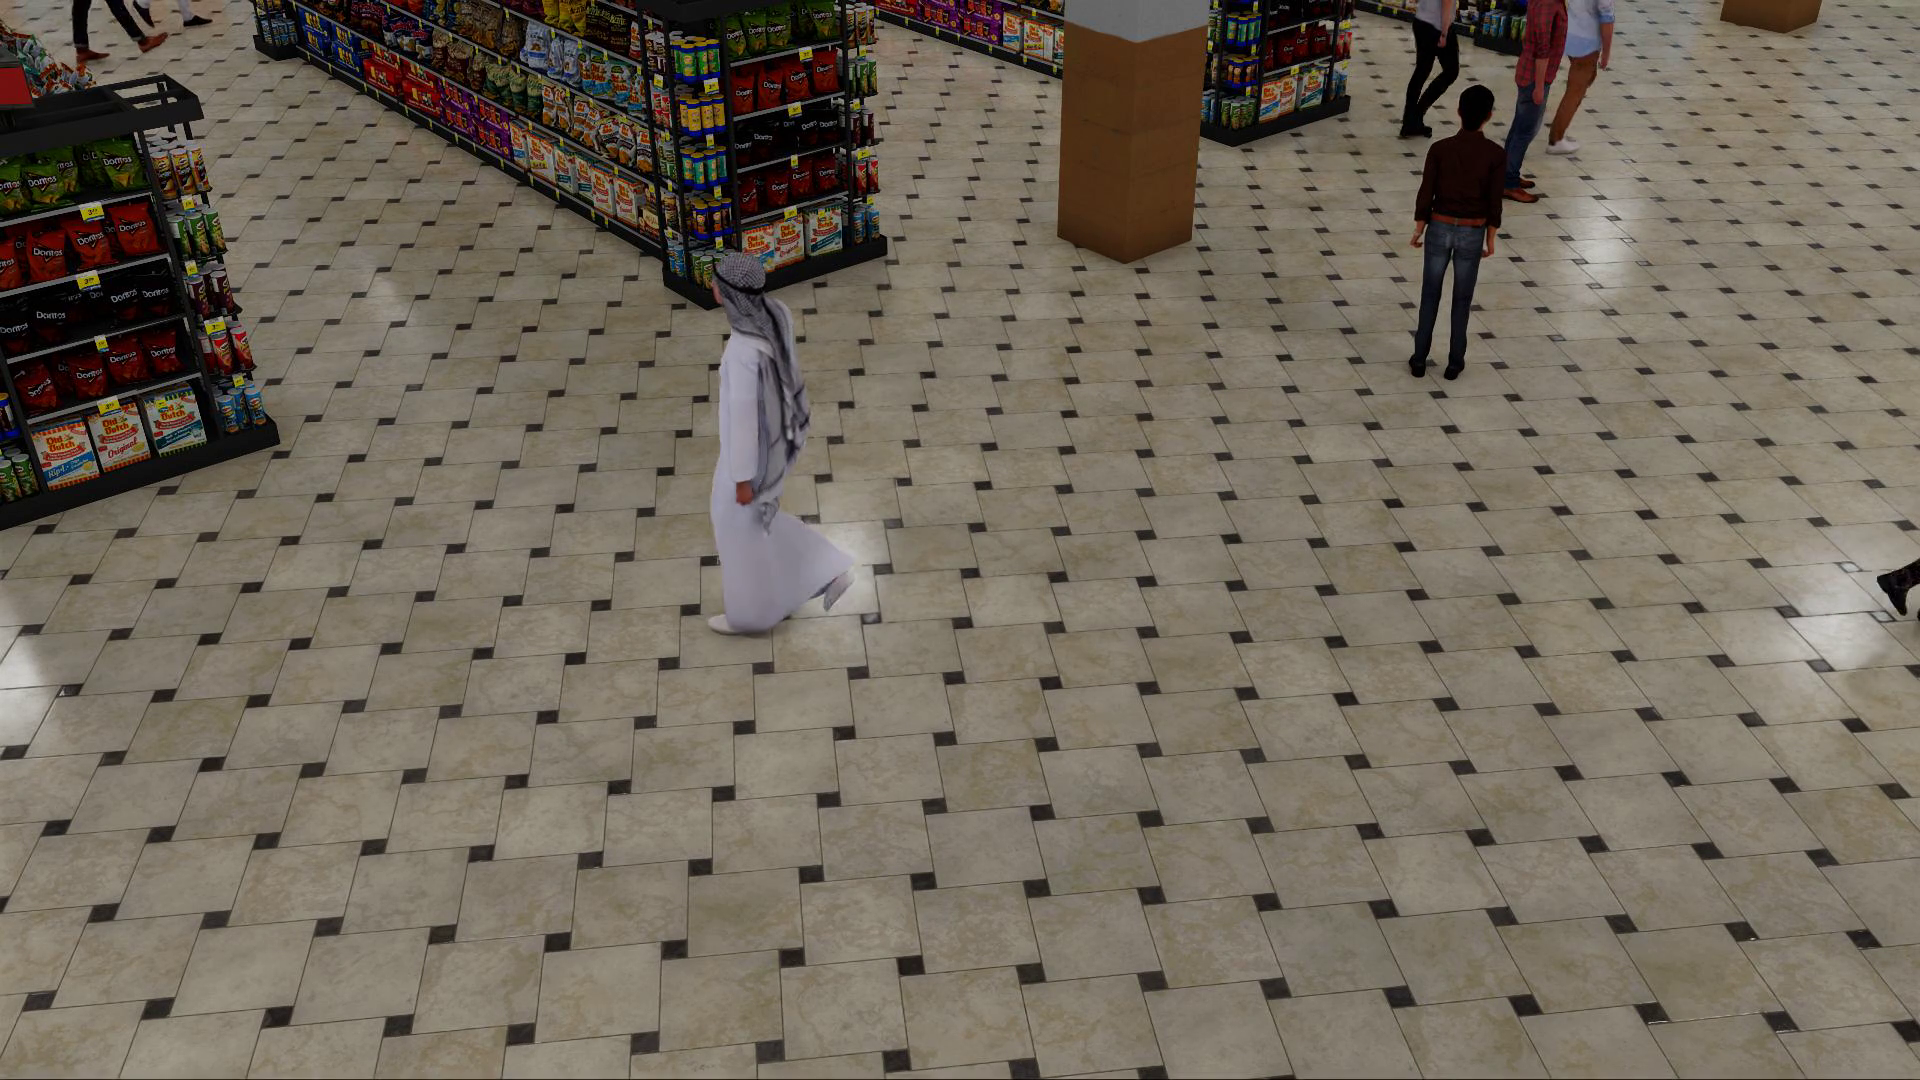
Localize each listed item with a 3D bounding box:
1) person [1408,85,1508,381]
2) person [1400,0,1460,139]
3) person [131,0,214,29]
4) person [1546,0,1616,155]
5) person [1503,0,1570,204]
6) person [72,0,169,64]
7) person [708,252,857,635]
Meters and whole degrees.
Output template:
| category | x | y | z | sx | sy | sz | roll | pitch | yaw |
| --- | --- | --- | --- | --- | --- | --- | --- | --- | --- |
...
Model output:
| category | x | y | z | sx | sy | sz | roll | pitch | yaw |
| --- | --- | --- | --- | --- | --- | --- | --- | --- | --- |
| person | 2.927 | -1.797 | 9.819 | 0.661 | 1.782 | 0.780 | 9 | 33 | 15 |
| person | 3.801 | -4.193 | 13.606 | 0.845 | 1.850 | 0.740 | -11 | 33 | -17 |
| person | -8.019 | -5.984 | 16.506 | 0.853 | 1.828 | 0.955 | -16 | 35 | -24 |
| person | 4.919 | -3.983 | 13.310 | 0.878 | 1.806 | 0.775 | -6 | 32 | -9 |
| person | 4.321 | -3.496 | 12.504 | 0.776 | 1.831 | 0.759 | 7 | 33 | 11 |
| person | -8.256 | -5.340 | 15.512 | 0.797 | 1.783 | 1.002 | -25 | 40 | -34 |
| person | -0.822 | -0.379 | 7.424 | 1.080 | 1.906 | 0.997 | 5 | 32 | 8 |
